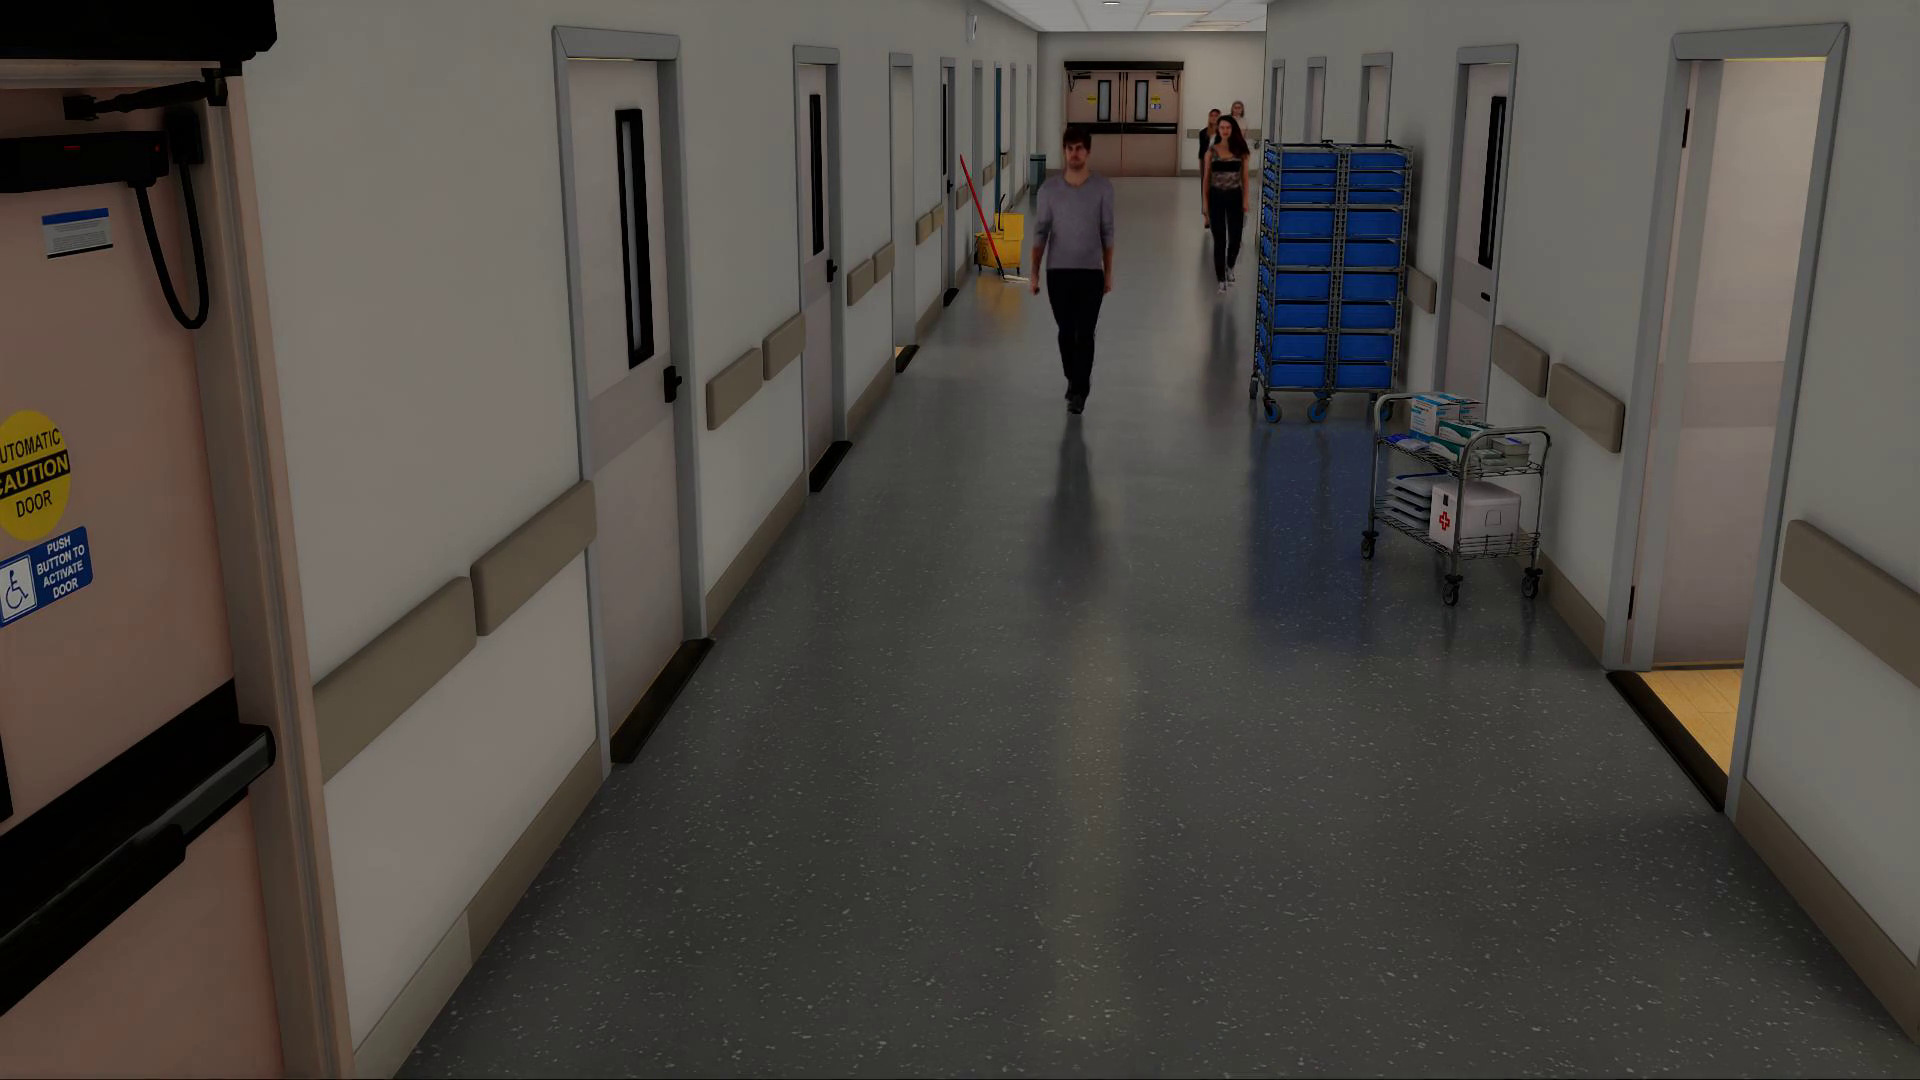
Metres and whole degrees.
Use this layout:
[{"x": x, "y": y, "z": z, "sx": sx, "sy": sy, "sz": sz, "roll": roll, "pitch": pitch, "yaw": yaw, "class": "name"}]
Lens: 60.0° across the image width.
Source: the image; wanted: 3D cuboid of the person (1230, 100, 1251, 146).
[{"x": 4.435, "y": -6.226, "z": 27.002, "sx": 0.705, "sy": 1.690, "sz": 1.206, "roll": 4, "pitch": 16, "yaw": 12, "class": "person"}]

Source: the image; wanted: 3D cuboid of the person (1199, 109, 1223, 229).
[{"x": 3.640, "y": -5.299, "z": 23.803, "sx": 0.702, "sy": 1.643, "sz": 1.056, "roll": 4, "pitch": 16, "yaw": 13, "class": "person"}]

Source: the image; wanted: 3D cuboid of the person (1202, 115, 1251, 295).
[{"x": 2.681, "y": -3.372, "z": 16.751, "sx": 0.677, "sy": 1.759, "sz": 0.730, "roll": 4, "pitch": 16, "yaw": 13, "class": "person"}]

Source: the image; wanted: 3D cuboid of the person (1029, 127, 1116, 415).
[{"x": 0.756, "y": -1.730, "z": 10.874, "sx": 0.749, "sy": 1.788, "sz": 1.202, "roll": 3, "pitch": 16, "yaw": 10, "class": "person"}]
